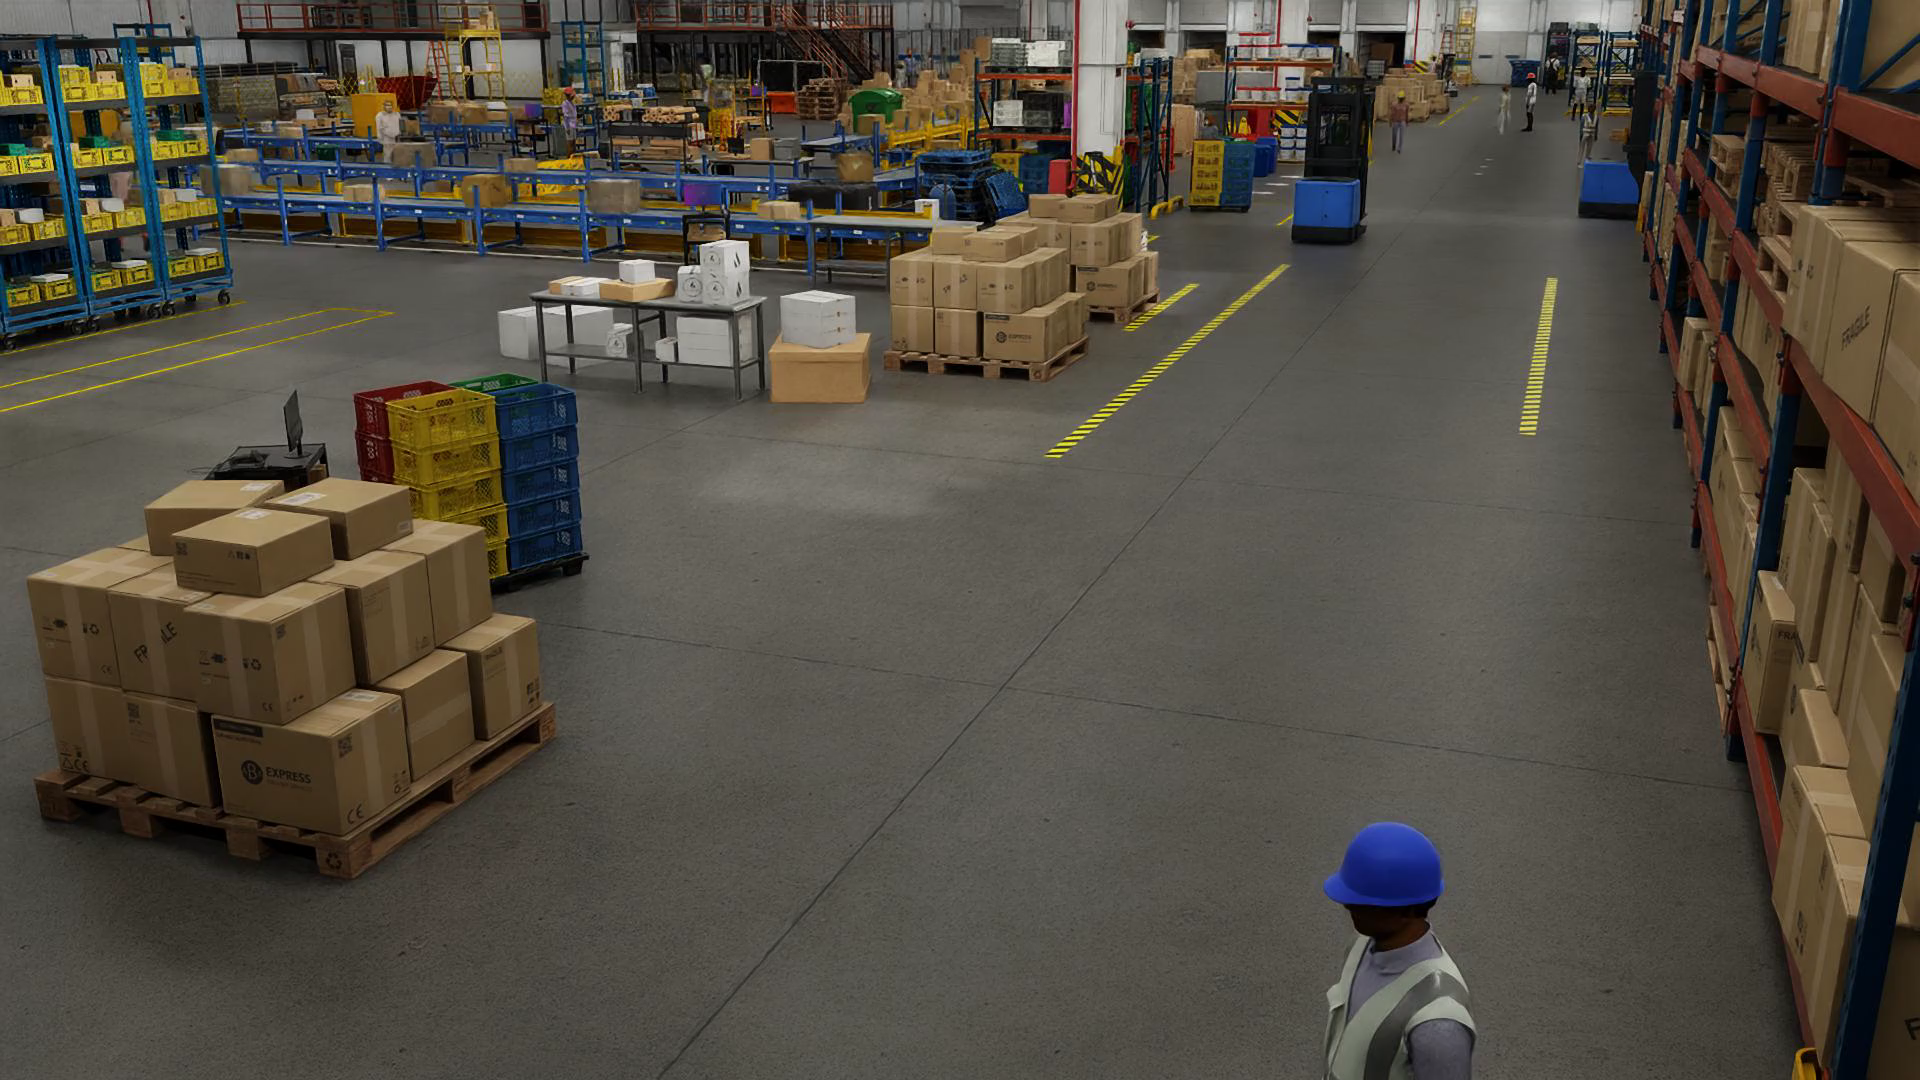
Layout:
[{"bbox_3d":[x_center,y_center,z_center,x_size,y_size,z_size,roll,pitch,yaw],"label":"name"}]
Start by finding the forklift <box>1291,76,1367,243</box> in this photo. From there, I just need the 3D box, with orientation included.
[{"bbox_3d":[6.598,-6.755,29.381,1.129,2.768,1.873,6,19,19],"label":"forklift"}]

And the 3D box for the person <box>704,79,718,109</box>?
[{"bbox_3d":[-8.188,-14.236,54.664,0.953,1.785,0.609,15,23,39],"label":"person"}]

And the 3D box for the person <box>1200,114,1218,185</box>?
[{"bbox_3d":[5.810,-9.110,38.822,0.281,1.624,0.493,-13,22,-35],"label":"person"}]

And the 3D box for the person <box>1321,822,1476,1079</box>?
[{"bbox_3d":[1.137,1.646,4.501,0.408,1.942,0.616,-2,18,-5],"label":"person"}]

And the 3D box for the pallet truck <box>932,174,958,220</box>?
[{"bbox_3d":[-0.507,-5.292,27.348,0.653,1.274,1.630,6,19,19],"label":"pallet truck"}]

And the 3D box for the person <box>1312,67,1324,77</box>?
[{"bbox_3d":[14.461,-18.361,67.422,0.548,1.918,0.808,16,24,41],"label":"person"}]

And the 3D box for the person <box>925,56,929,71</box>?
[{"bbox_3d":[-1.598,-24.028,85.365,0.579,1.835,1.003,13,22,34],"label":"person"}]

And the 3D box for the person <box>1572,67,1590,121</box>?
[{"bbox_3d":[22.859,-16.422,61.263,0.606,1.958,0.378,2,18,6],"label":"person"}]

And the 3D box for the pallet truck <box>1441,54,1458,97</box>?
[{"bbox_3d":[22.765,-21.886,78.355,0.823,1.965,1.885,-4,18,-14],"label":"pallet truck"}]

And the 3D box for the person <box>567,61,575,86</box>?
[{"bbox_3d":[-16.955,-20.003,72.750,0.635,1.802,0.599,-2,18,-7],"label":"person"}]

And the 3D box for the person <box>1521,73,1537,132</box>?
[{"bbox_3d":[19.208,-14.763,56.099,0.384,1.930,0.540,12,21,34],"label":"person"}]

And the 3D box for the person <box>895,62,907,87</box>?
[{"bbox_3d":[-2.666,-20.809,75.458,0.508,1.695,0.746,-14,22,-37],"label":"person"}]

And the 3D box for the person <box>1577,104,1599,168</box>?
[{"bbox_3d":[16.221,-10.427,42.940,0.515,1.636,0.314,-3,18,-10],"label":"person"}]

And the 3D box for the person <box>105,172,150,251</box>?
[{"bbox_3d":[-14.070,-5.723,27.996,0.778,1.736,0.531,7,19,20],"label":"person"}]

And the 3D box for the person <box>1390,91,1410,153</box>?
[{"bbox_3d":[12.584,-11.969,47.606,0.531,1.753,0.581,4,18,12],"label":"person"}]

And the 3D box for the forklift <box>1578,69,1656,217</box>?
[{"bbox_3d":[13.219,-7.740,32.475,1.873,2.768,1.129,6,19,18],"label":"forklift"}]

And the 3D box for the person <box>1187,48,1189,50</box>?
[{"bbox_3d":[12.603,-26.273,92.270,0.722,1.921,0.617,13,22,36],"label":"person"}]

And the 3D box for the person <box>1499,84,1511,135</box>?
[{"bbox_3d":[17.777,-14.041,54.310,0.519,1.628,0.382,-8,19,-24],"label":"person"}]

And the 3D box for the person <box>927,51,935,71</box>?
[{"bbox_3d":[-1.485,-23.587,83.719,0.392,1.988,0.608,8,19,22],"label":"person"}]

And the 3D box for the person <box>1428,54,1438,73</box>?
[{"bbox_3d":[23.153,-22.851,81.532,0.549,1.902,0.680,6,19,18],"label":"person"}]

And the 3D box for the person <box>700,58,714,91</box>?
[{"bbox_3d":[-11.395,-20.678,74.776,0.714,1.880,0.394,-8,20,-25],"label":"person"}]

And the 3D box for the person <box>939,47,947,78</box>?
[{"bbox_3d":[-1.060,-28.736,100.166,0.570,1.824,0.631,8,19,23],"label":"person"}]

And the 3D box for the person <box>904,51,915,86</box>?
[{"bbox_3d":[-2.639,-24.701,87.367,0.570,1.887,0.964,0,18,0],"label":"person"}]

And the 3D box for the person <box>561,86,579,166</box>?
[{"bbox_3d":[-10.153,-10.814,43.494,0.375,2.044,0.607,2,18,8],"label":"person"}]

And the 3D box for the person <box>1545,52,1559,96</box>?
[{"bbox_3d":[28.465,-22.389,79.865,0.674,2.000,0.535,15,23,39],"label":"person"}]

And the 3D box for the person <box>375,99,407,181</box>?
[{"bbox_3d":[-13.624,-9.580,39.858,0.635,1.900,0.404,-14,22,-37],"label":"person"}]

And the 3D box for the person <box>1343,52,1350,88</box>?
[{"bbox_3d":[20.344,-24.754,87.628,0.450,1.836,0.520,-12,21,-33],"label":"person"}]
